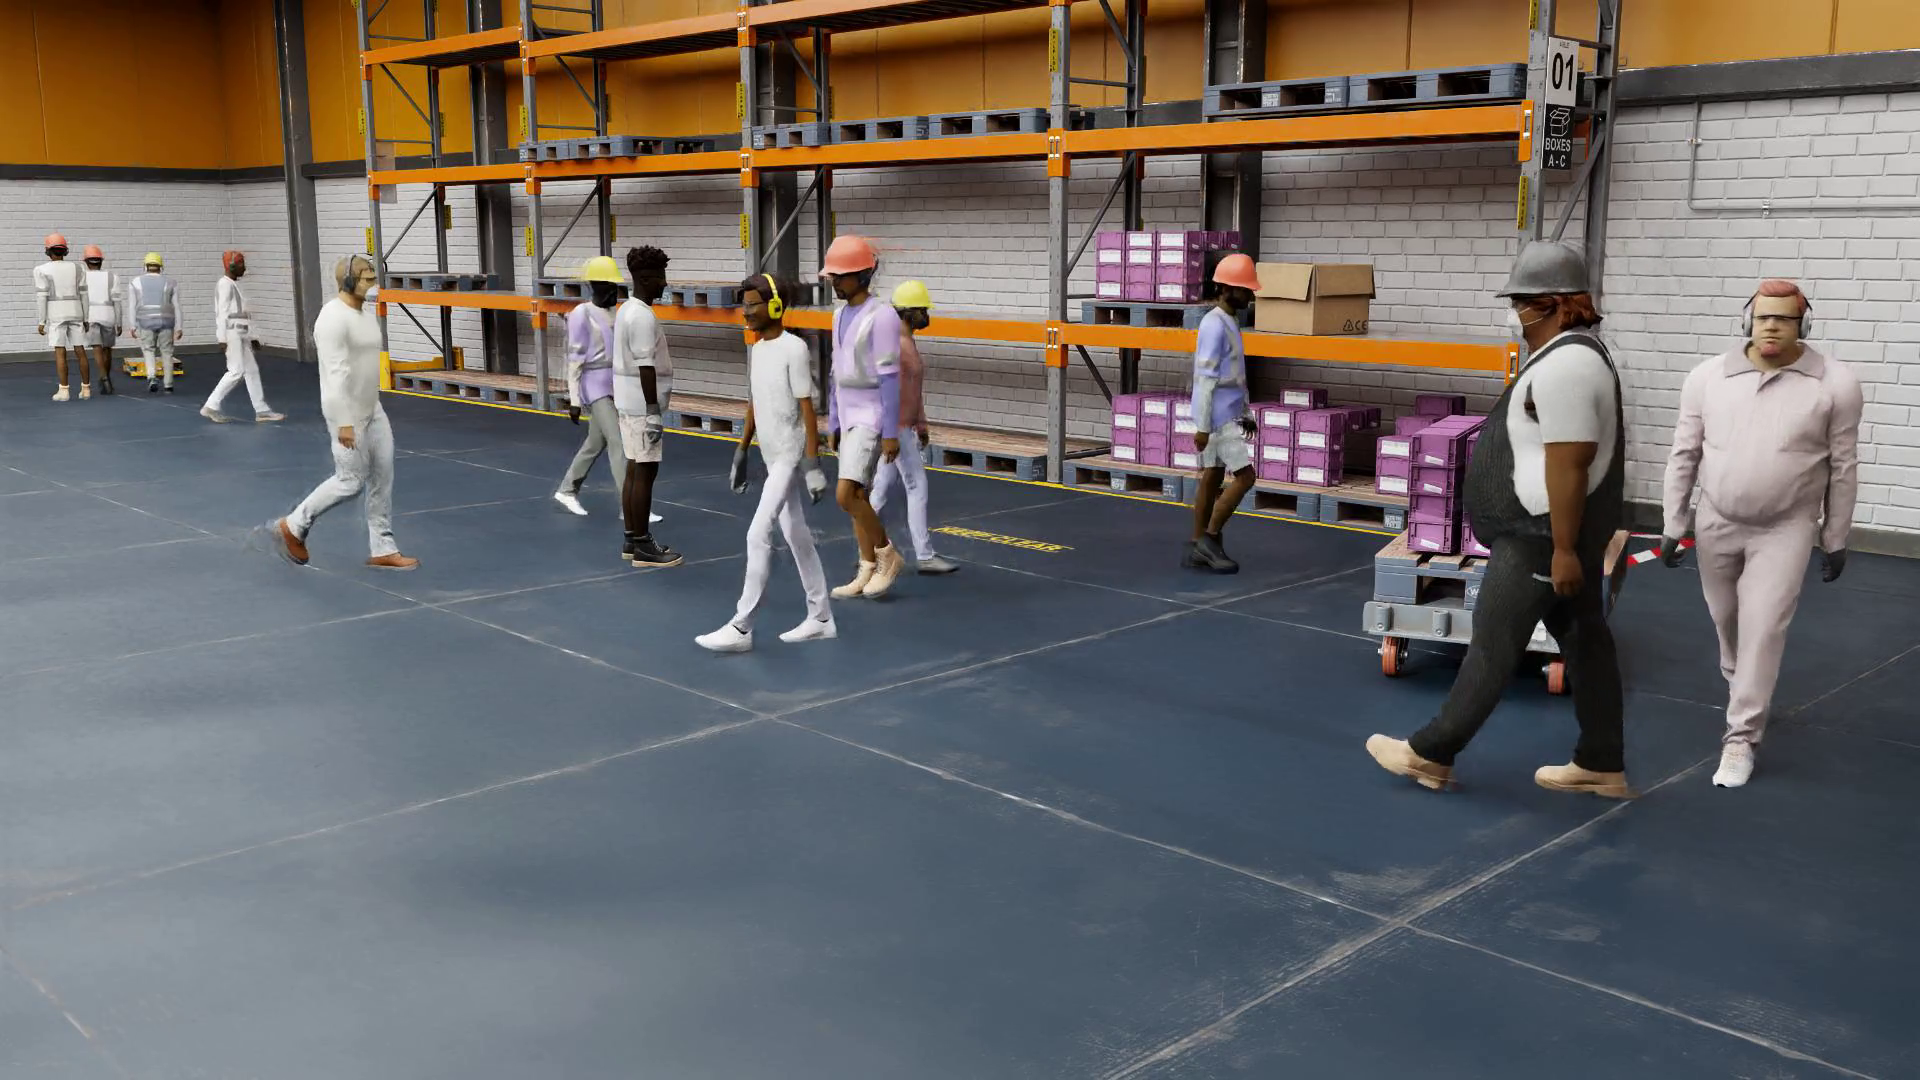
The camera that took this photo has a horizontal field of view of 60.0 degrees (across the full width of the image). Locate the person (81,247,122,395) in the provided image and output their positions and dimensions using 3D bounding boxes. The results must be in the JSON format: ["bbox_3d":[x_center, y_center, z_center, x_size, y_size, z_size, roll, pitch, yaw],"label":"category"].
[{"bbox_3d":[-11.055,-2.805,21.334,0.561,1.881,0.992,-7,12,-32],"label":"person"}]

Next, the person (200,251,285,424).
[{"bbox_3d":[-7.796,-2.183,17.986,0.841,1.850,0.630,-3,11,-18],"label":"person"}]

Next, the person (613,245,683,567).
[{"bbox_3d":[-1.937,-0.822,10.232,0.366,1.962,0.614,-4,11,-21],"label":"person"}]

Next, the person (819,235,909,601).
[{"bbox_3d":[-0.566,-0.643,9.099,0.438,2.020,0.643,-6,12,-29],"label":"person"}]

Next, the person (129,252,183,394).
[{"bbox_3d":[-10.196,-2.740,21.120,0.615,1.808,0.461,-4,11,-20],"label":"person"}]

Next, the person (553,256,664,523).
[{"bbox_3d":[-2.569,-1.075,11.840,0.964,1.888,0.600,4,11,22],"label":"person"}]

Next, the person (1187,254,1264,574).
[{"bbox_3d":[1.580,-0.737,9.930,0.483,1.914,0.570,2,11,10],"label":"person"}]

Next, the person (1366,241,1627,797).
[{"bbox_3d":[1.998,-0.082,5.993,0.963,2.000,0.712,5,12,26],"label":"person"}]

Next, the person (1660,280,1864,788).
[{"bbox_3d":[3.073,-0.064,6.422,0.650,1.870,1.005,8,13,38],"label":"person"}]

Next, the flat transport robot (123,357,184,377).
[{"bbox_3d":[-11.721,-2.524,24.136,0.652,0.197,1.431,-6,12,-31],"label":"flat transport robot"}]

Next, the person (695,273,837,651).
[{"bbox_3d":[-0.987,-0.368,8.097,0.884,1.830,0.567,-5,12,-27],"label":"person"}]

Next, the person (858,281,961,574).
[{"bbox_3d":[-0.285,-0.658,9.911,0.752,1.738,0.563,1,10,5],"label":"person"}]

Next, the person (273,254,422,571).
[{"bbox_3d":[-3.694,-0.740,9.930,0.755,1.916,0.636,1,10,6],"label":"person"}]

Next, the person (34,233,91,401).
[{"bbox_3d":[-10.996,-2.725,20.394,0.386,2.045,0.605,9,14,40],"label":"person"}]
